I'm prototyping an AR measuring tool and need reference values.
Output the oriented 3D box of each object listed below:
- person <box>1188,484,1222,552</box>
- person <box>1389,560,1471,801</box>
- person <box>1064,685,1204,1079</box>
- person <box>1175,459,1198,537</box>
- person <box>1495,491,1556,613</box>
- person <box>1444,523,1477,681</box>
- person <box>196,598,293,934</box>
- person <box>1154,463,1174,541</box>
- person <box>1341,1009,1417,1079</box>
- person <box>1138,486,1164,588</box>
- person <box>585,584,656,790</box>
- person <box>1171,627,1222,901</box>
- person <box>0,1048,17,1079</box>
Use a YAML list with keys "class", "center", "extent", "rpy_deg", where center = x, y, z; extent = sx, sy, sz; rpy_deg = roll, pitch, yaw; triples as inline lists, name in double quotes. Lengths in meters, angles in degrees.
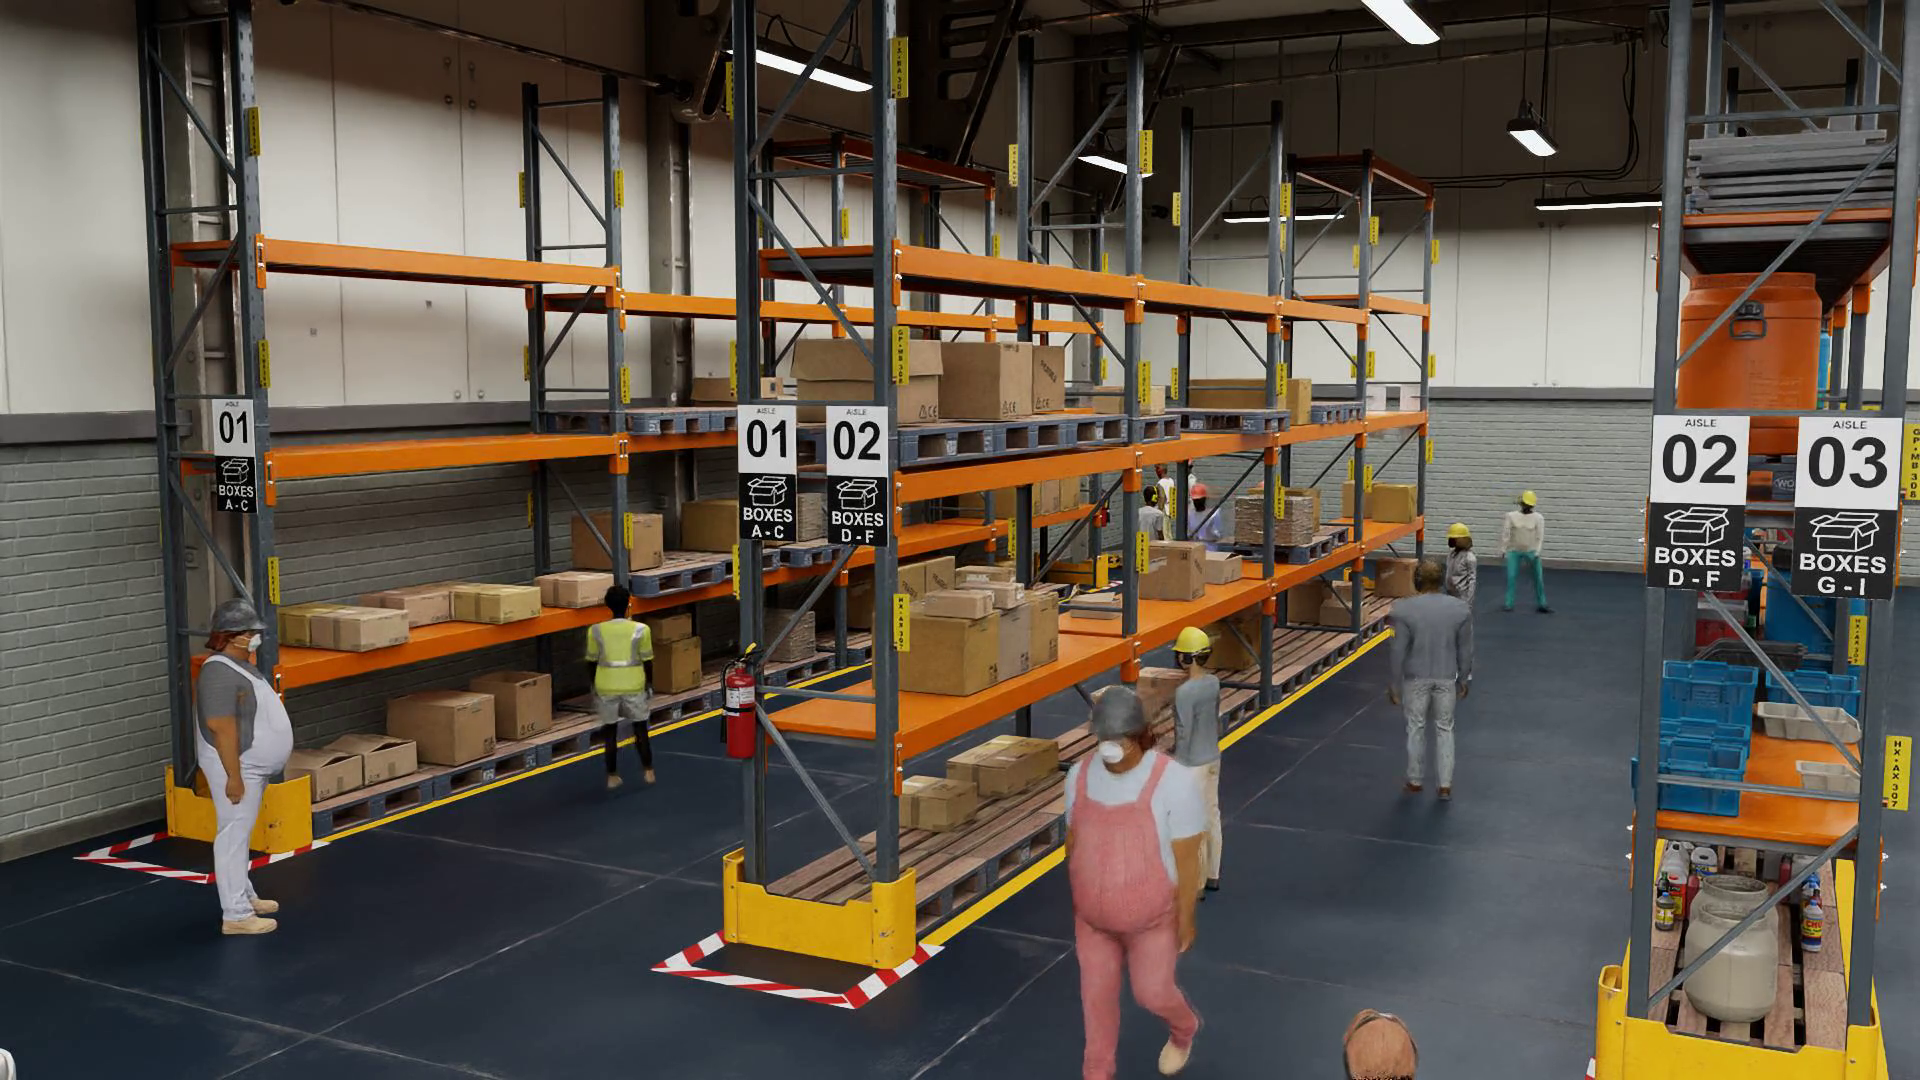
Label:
- class: "person"
  center: [3.132, 0.216, 22.023]
  extent: [0.585, 1.902, 0.829]
  rpy_deg: [4, 7, 35]
- class: "person"
  center: [3.742, 1.121, 13.296]
  extent: [0.651, 1.929, 0.611]
  rpy_deg: [0, 6, 2]
- class: "person"
  center: [0.798, 1.626, 7.673]
  extent: [0.698, 2.000, 0.744]
  rpy_deg: [3, 7, 29]
- class: "person"
  center: [3.720, -0.398, 27.396]
  extent: [0.392, 2.033, 0.605]
  rpy_deg: [0, 6, -2]
- class: "person"
  center: [7.916, 0.177, 23.257]
  extent: [0.812, 1.735, 0.399]
  rpy_deg: [3, 6, 24]
- class: "person"
  center: [5.483, 0.677, 18.329]
  extent: [0.301, 1.745, 0.483]
  rpy_deg: [-2, 6, -18]
- class: "person"
  center: [-4.381, 1.364, 10.220]
  extent: [0.535, 2.000, 0.674]
  rpy_deg: [-2, 6, -18]
- class: "person"
  center: [3.502, -0.415, 28.501]
  extent: [0.389, 1.837, 0.563]
  rpy_deg: [3, 6, 25]
- class: "person"
  center: [1.171, 2.137, 4.692]
  extent: [0.533, 1.627, 0.377]
  rpy_deg: [1, 6, 6]
- class: "person"
  center: [2.558, 0.198, 22.421]
  extent: [0.517, 1.865, 0.327]
  rpy_deg: [5, 8, 40]
- class: "person"
  center: [-2.762, 1.199, 13.529]
  extent: [0.545, 1.689, 0.415]
  rpy_deg: [-1, 6, -13]
- class: "person"
  center: [1.510, 1.443, 10.778]
  extent: [0.330, 1.769, 0.526]
  rpy_deg: [4, 7, 35]
- class: "person"
  center: [-3.032, 2.105, 4.953]
  extent: [0.310, 1.639, 0.514]
  rpy_deg: [3, 6, 25]
